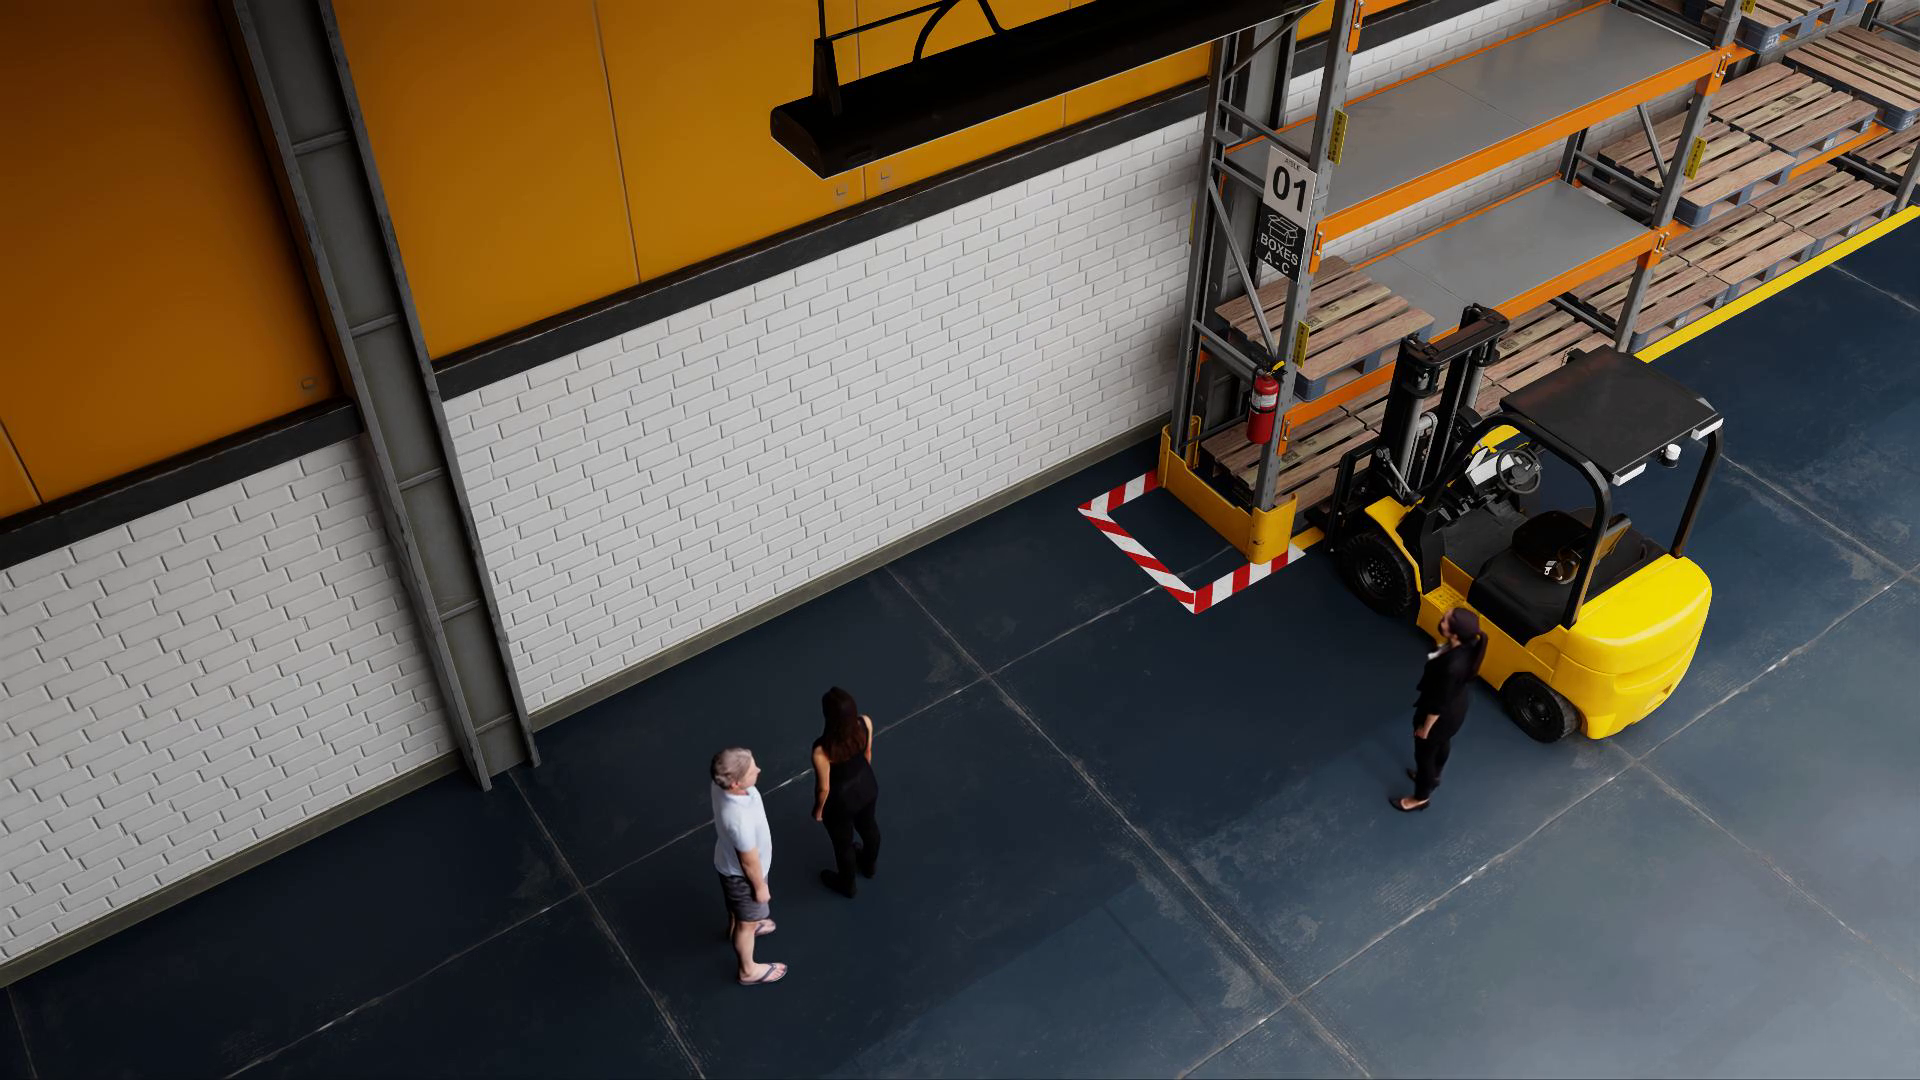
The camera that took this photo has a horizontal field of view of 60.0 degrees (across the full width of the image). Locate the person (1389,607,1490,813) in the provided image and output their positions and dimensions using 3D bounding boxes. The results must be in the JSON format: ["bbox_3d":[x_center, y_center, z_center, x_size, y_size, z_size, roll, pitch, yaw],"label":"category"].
[{"bbox_3d":[2.884,1.022,9.944,0.733,1.660,0.608,23,48,22],"label":"person"}]

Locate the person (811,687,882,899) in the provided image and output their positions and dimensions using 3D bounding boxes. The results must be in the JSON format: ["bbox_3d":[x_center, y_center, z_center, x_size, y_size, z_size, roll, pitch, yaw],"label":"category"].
[{"bbox_3d":[-0.646,1.439,9.486,0.684,1.688,0.542,35,53,31],"label":"person"}]

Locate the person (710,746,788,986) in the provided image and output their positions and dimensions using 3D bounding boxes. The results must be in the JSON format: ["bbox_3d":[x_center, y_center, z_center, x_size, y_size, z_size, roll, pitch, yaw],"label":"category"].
[{"bbox_3d":[-1.197,1.745,9.063,0.671,1.829,0.702,-9,44,-10],"label":"person"}]
